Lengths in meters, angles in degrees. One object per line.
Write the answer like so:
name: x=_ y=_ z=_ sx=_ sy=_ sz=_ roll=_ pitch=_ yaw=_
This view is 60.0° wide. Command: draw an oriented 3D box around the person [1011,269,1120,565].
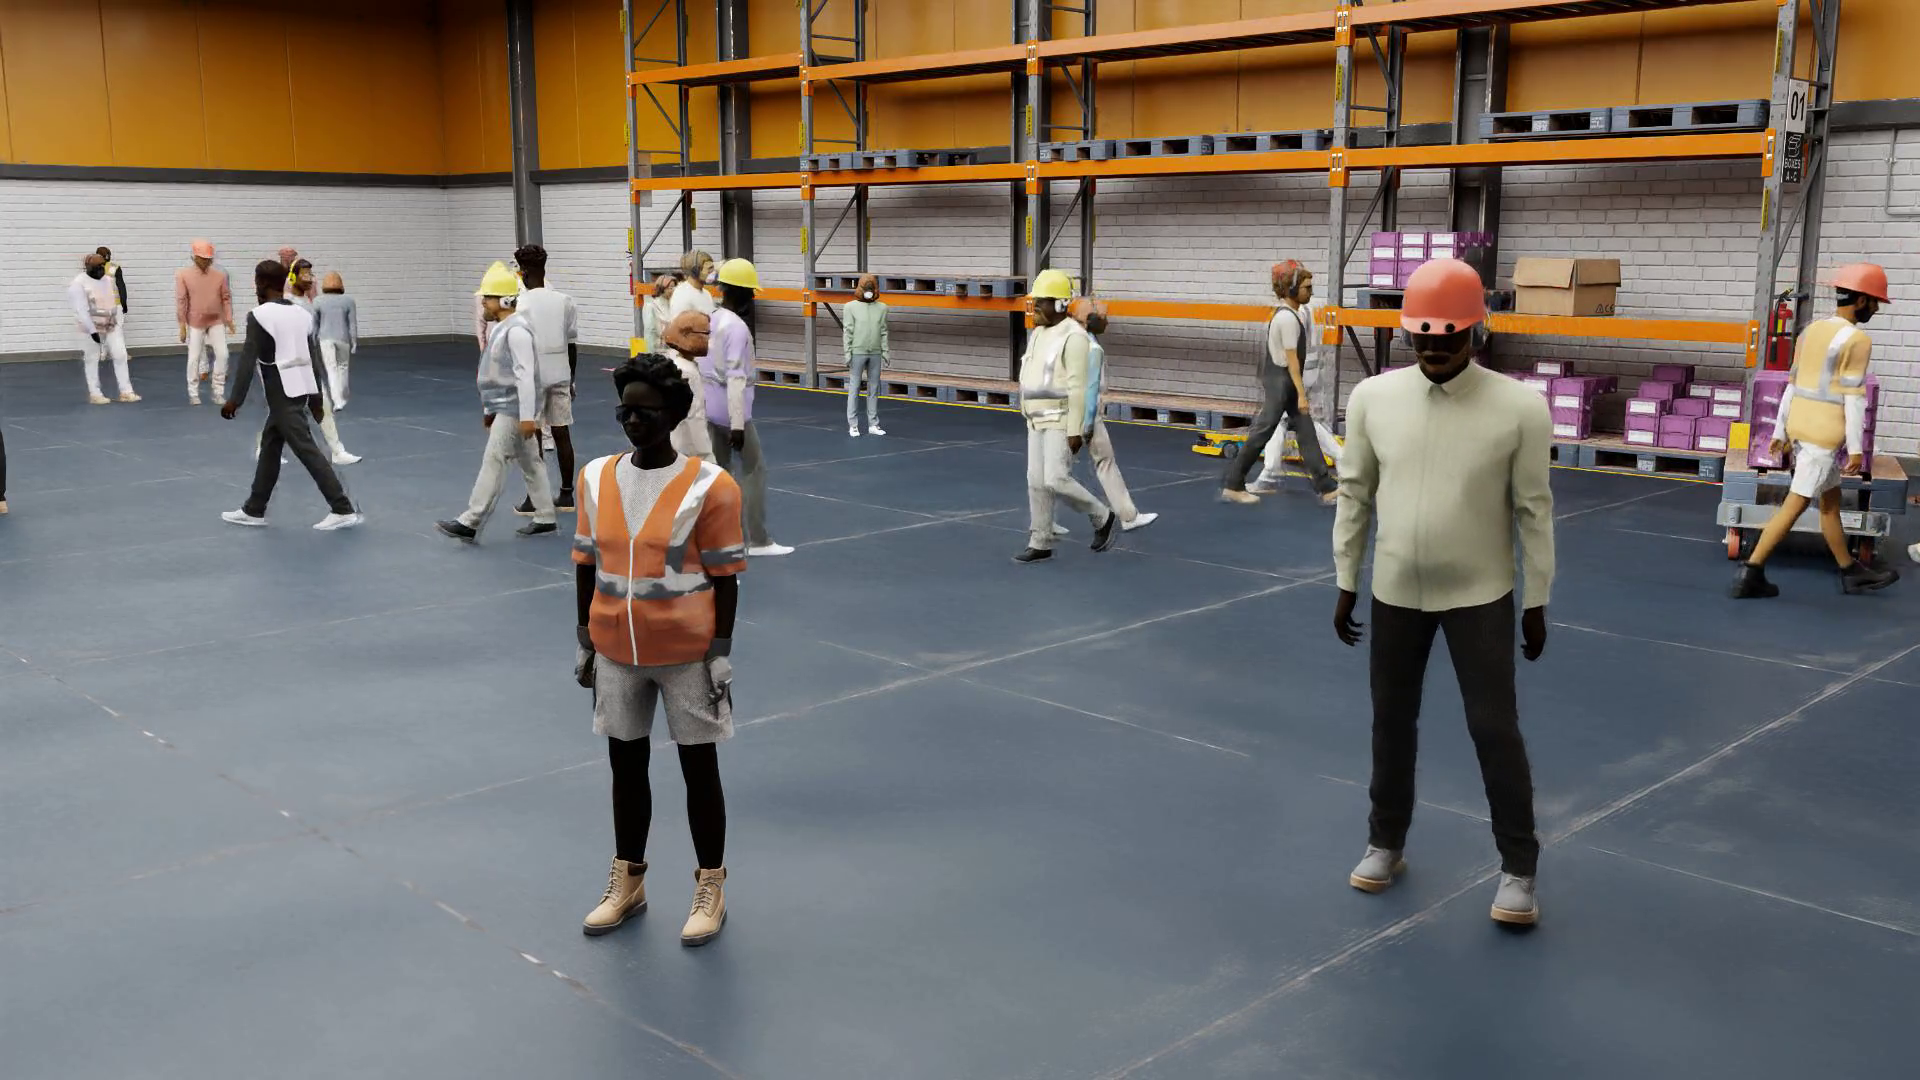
person: x=0.643 y=-0.747 z=10.218 sx=0.597 sy=1.822 sz=0.591 roll=-4 pitch=11 yaw=-23

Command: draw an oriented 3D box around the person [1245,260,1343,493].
person: x=2.688 y=-1.249 z=12.911 sx=0.897 sy=1.842 sz=0.605 roll=3 pitch=11 yaw=16

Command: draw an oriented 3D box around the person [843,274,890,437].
person: x=-0.944 y=-1.865 z=16.826 sx=0.498 sy=1.633 sz=0.279 roll=-6 pitch=12 yaw=-28

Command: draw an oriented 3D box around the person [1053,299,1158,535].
person: x=0.892 y=-0.820 z=11.219 sx=0.854 sy=1.591 sz=0.529 roll=-3 pitch=11 yaw=-18

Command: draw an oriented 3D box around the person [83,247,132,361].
person: x=-13.780 y=-3.815 z=26.906 sx=0.621 sy=1.839 sz=0.429 roll=-1 pitch=10 yaw=-3

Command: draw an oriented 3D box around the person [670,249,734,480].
person: x=-2.266 y=-1.413 z=13.616 sx=0.770 sy=1.919 sz=0.639 roll=2 pitch=11 yaw=10

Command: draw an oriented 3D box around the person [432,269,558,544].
person: x=-3.082 y=-0.867 z=10.931 sx=0.872 sy=1.793 sz=0.621 roll=-4 pitch=11 yaw=-22

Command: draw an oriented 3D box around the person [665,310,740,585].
person: x=-1.455 y=-0.468 z=9.262 sx=0.612 sy=1.610 sz=0.506 roll=-1 pitch=10 yaw=-6

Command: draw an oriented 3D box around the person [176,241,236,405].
person: x=-9.042 y=-2.585 z=19.931 sx=0.688 sy=1.941 sz=0.638 roll=10 pitch=14 yaw=44

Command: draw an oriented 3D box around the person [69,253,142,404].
person: x=-10.234 y=-2.515 z=19.880 sx=0.741 sy=1.810 sz=0.644 roll=5 pitch=11 yaw=24

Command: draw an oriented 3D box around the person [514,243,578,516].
person: x=-3.035 y=-1.150 z=12.030 sx=0.368 sy=1.963 sz=0.603 roll=10 pitch=14 yaw=43

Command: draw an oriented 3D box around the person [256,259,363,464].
person: x=-5.840 y=-1.556 z=14.667 sx=0.995 sy=1.830 sz=0.508 roll=2 pitch=11 yaw=13

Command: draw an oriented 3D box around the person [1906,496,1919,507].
person: x=7.635 y=-1.178 z=12.345 sx=0.939 sy=1.911 sz=0.640 roll=2 pitch=11 yaw=11

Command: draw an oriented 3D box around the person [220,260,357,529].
person: x=-4.659 y=-0.992 z=11.476 sx=1.040 sy=1.861 sz=0.602 roll=1 pitch=10 yaw=6

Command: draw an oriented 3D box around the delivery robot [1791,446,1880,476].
delivery robot: x=6.667 y=-0.611 z=12.676 sx=0.707 sy=0.478 sz=0.477 roll=-6 pitch=12 yaw=-30

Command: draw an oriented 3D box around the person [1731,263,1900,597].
person: x=4.783 y=-0.587 z=9.220 sx=0.960 sy=1.873 sz=0.624 roll=0 pitch=10 yaw=-1

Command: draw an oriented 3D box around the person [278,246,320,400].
person: x=-8.163 y=-2.656 z=20.454 sx=0.653 sy=1.885 sz=0.618 roll=0 pitch=10 yaw=1

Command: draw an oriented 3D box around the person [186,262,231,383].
person: x=-10.283 y=-3.085 z=22.693 sx=0.666 sy=1.915 sz=0.645 roll=2 pitch=11 yaw=9

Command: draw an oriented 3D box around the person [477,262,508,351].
person: x=-5.062 y=-2.209 z=18.464 sx=0.527 sy=1.717 sz=0.894 roll=-6 pitch=12 yaw=-29

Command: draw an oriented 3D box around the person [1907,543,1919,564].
person: x=5.670 y=-0.629 z=9.030 sx=0.667 sy=2.017 sz=0.637 roll=4 pitch=11 yaw=22

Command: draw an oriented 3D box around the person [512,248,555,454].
person: x=-4.010 y=-1.744 z=15.420 sx=0.409 sy=1.907 sz=0.651 roll=4 pitch=11 yaw=20

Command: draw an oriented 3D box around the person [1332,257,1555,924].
person: x=1.401 y=0.151 z=4.946 sx=0.644 sy=1.965 sz=0.500 roll=7 pitch=12 yaw=33

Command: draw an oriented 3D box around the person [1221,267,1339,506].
person: x=2.454 y=-1.127 z=12.389 sx=1.049 sy=1.784 sz=0.517 roll=3 pitch=11 yaw=15

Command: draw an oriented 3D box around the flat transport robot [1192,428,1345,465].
flat transport robot: x=2.888 y=-0.862 z=15.076 sx=1.431 sy=0.197 sz=0.652 roll=9 pitch=14 yaw=40

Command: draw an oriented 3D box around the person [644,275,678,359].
person: x=-2.976 y=-1.839 z=16.677 sx=0.508 sy=1.623 sz=0.535 roll=6 pitch=12 yaw=31

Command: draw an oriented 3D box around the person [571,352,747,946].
person: x=-0.870 y=0.314 z=4.768 sx=0.535 sy=1.699 sz=0.318 roll=3 pitch=11 yaw=16

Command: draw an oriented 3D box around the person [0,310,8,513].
person: x=-7.151 y=-1.152 z=11.823 sx=0.535 sy=2.000 sz=0.673 roll=0 pitch=10 yaw=0

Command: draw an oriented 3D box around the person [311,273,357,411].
person: x=-7.274 y=-2.307 z=19.354 sx=0.509 sy=1.588 sz=0.854 roll=-5 pitch=12 yaw=-26

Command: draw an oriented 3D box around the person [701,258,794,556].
person: x=-1.514 y=-0.799 z=10.349 sx=0.859 sy=1.892 sz=0.589 roll=-5 pitch=12 yaw=-27
